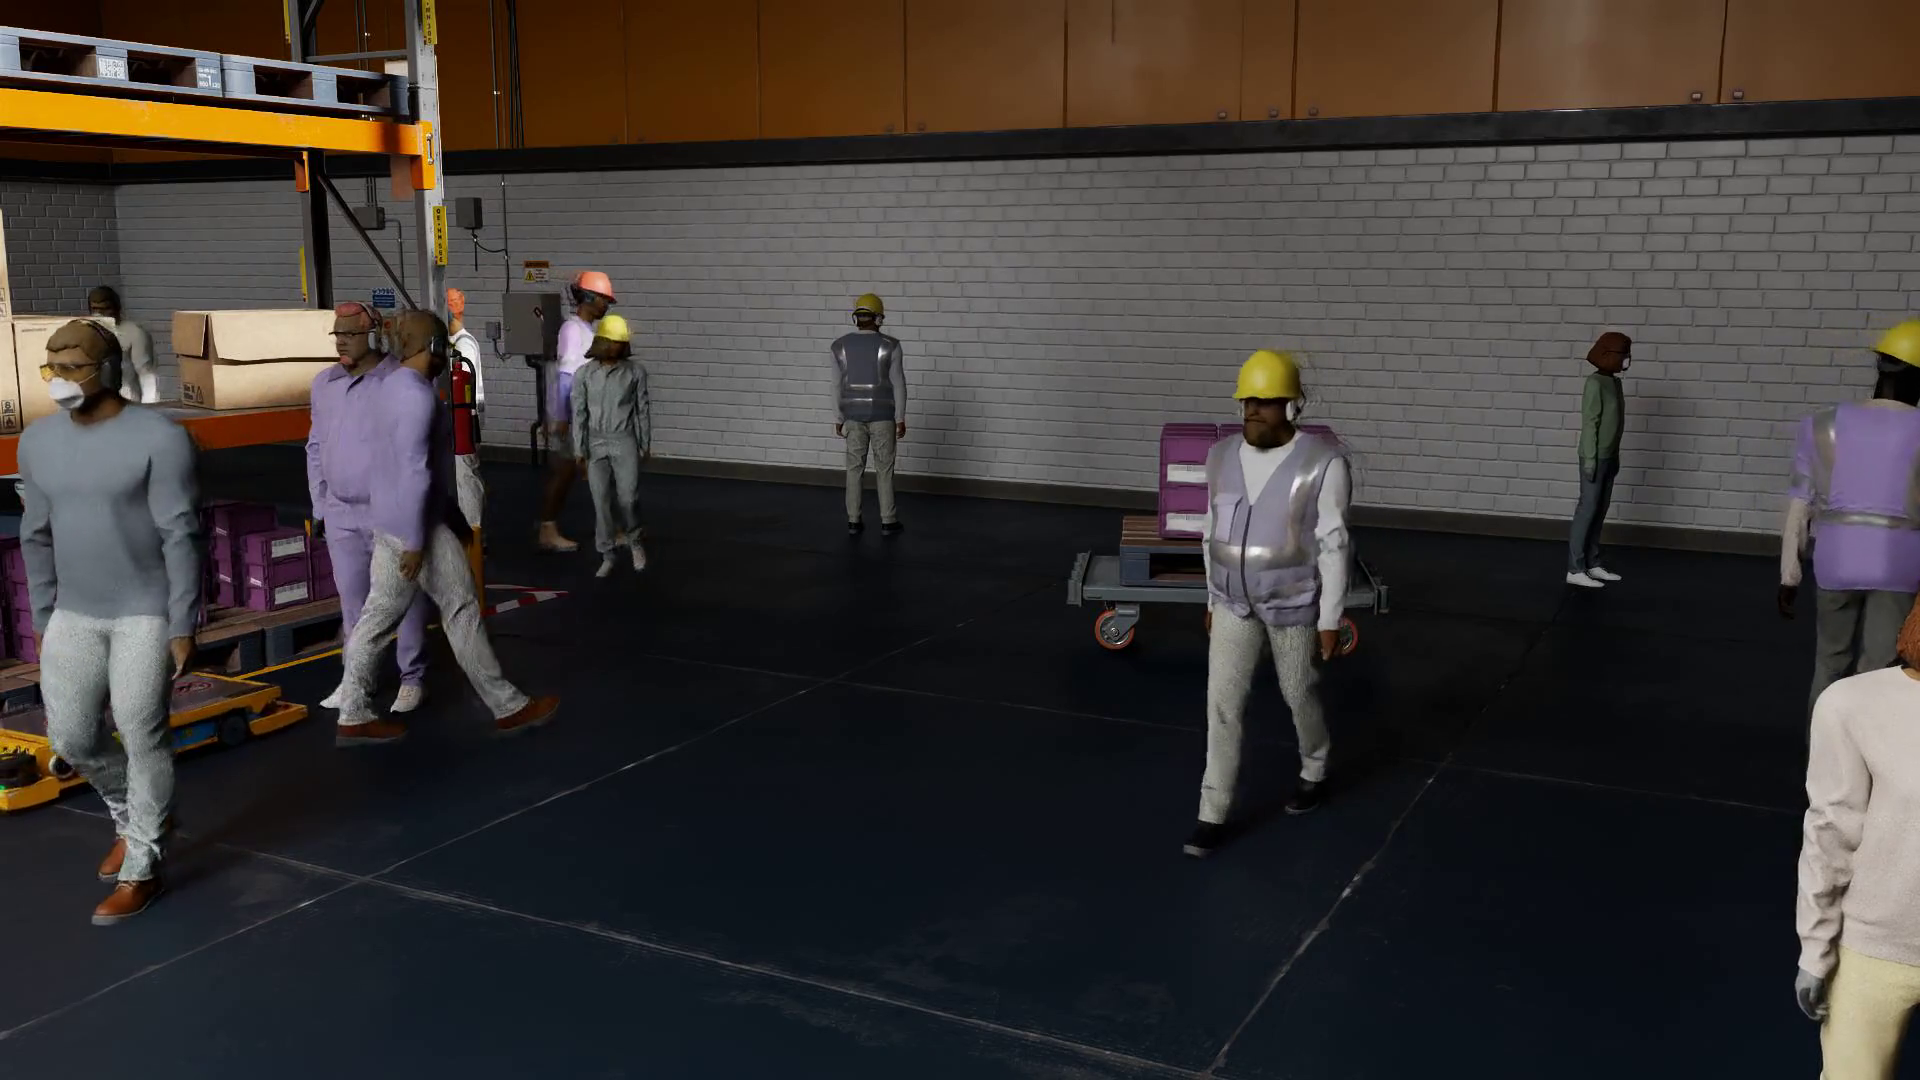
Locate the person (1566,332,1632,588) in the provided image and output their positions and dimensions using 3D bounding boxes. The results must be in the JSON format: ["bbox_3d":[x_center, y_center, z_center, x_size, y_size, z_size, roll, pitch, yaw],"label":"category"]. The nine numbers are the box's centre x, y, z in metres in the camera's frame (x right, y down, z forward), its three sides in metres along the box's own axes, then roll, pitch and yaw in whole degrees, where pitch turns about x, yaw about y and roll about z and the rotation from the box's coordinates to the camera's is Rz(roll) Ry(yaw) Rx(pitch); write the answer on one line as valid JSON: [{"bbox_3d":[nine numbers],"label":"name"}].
[{"bbox_3d":[4.107,-0.514,10.655,0.273,1.627,0.502,8,13,38],"label":"person"}]

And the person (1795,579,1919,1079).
[{"bbox_3d":[1.818,0.793,3.094,0.492,1.625,0.282,4,10,20],"label":"person"}]

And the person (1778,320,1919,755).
[{"bbox_3d":[3.461,0.120,6.279,0.597,1.869,0.911,8,13,40],"label":"person"}]

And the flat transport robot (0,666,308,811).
[{"bbox_3d":[-3.541,0.796,6.987,0.652,0.197,1.431,5,11,26],"label":"flat transport robot"}]

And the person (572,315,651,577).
[{"bbox_3d":[-2.281,-0.604,10.883,0.482,1.725,0.393,-1,10,-3],"label":"person"}]

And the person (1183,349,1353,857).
[{"bbox_3d":[1.142,0.197,6.069,0.604,1.791,0.908,7,12,35],"label":"person"}]

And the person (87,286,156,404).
[{"bbox_3d":[-6.580,-1.036,12.980,0.664,1.869,1.062,1,10,5],"label":"person"}]

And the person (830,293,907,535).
[{"bbox_3d":[-0.676,-0.945,12.576,0.588,1.823,0.403,3,10,15],"label":"person"}]

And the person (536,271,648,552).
[{"bbox_3d":[-2.625,-0.901,11.852,0.920,1.983,0.674,-1,10,-4],"label":"person"}]

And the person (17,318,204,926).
[{"bbox_3d":[-2.718,0.253,5.363,0.648,1.928,0.447,1,10,7],"label":"person"}]

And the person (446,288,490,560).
[{"bbox_3d":[-3.451,-0.786,11.474,0.354,1.886,0.572,-4,11,-23],"label":"person"}]

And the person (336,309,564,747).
[{"bbox_3d":[-2.274,-0.046,7.214,0.999,1.874,0.636,-6,11,-29],"label":"person"}]

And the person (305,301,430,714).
[{"bbox_3d":[-2.733,-0.143,7.693,0.655,1.905,0.407,2,10,14],"label":"person"}]
